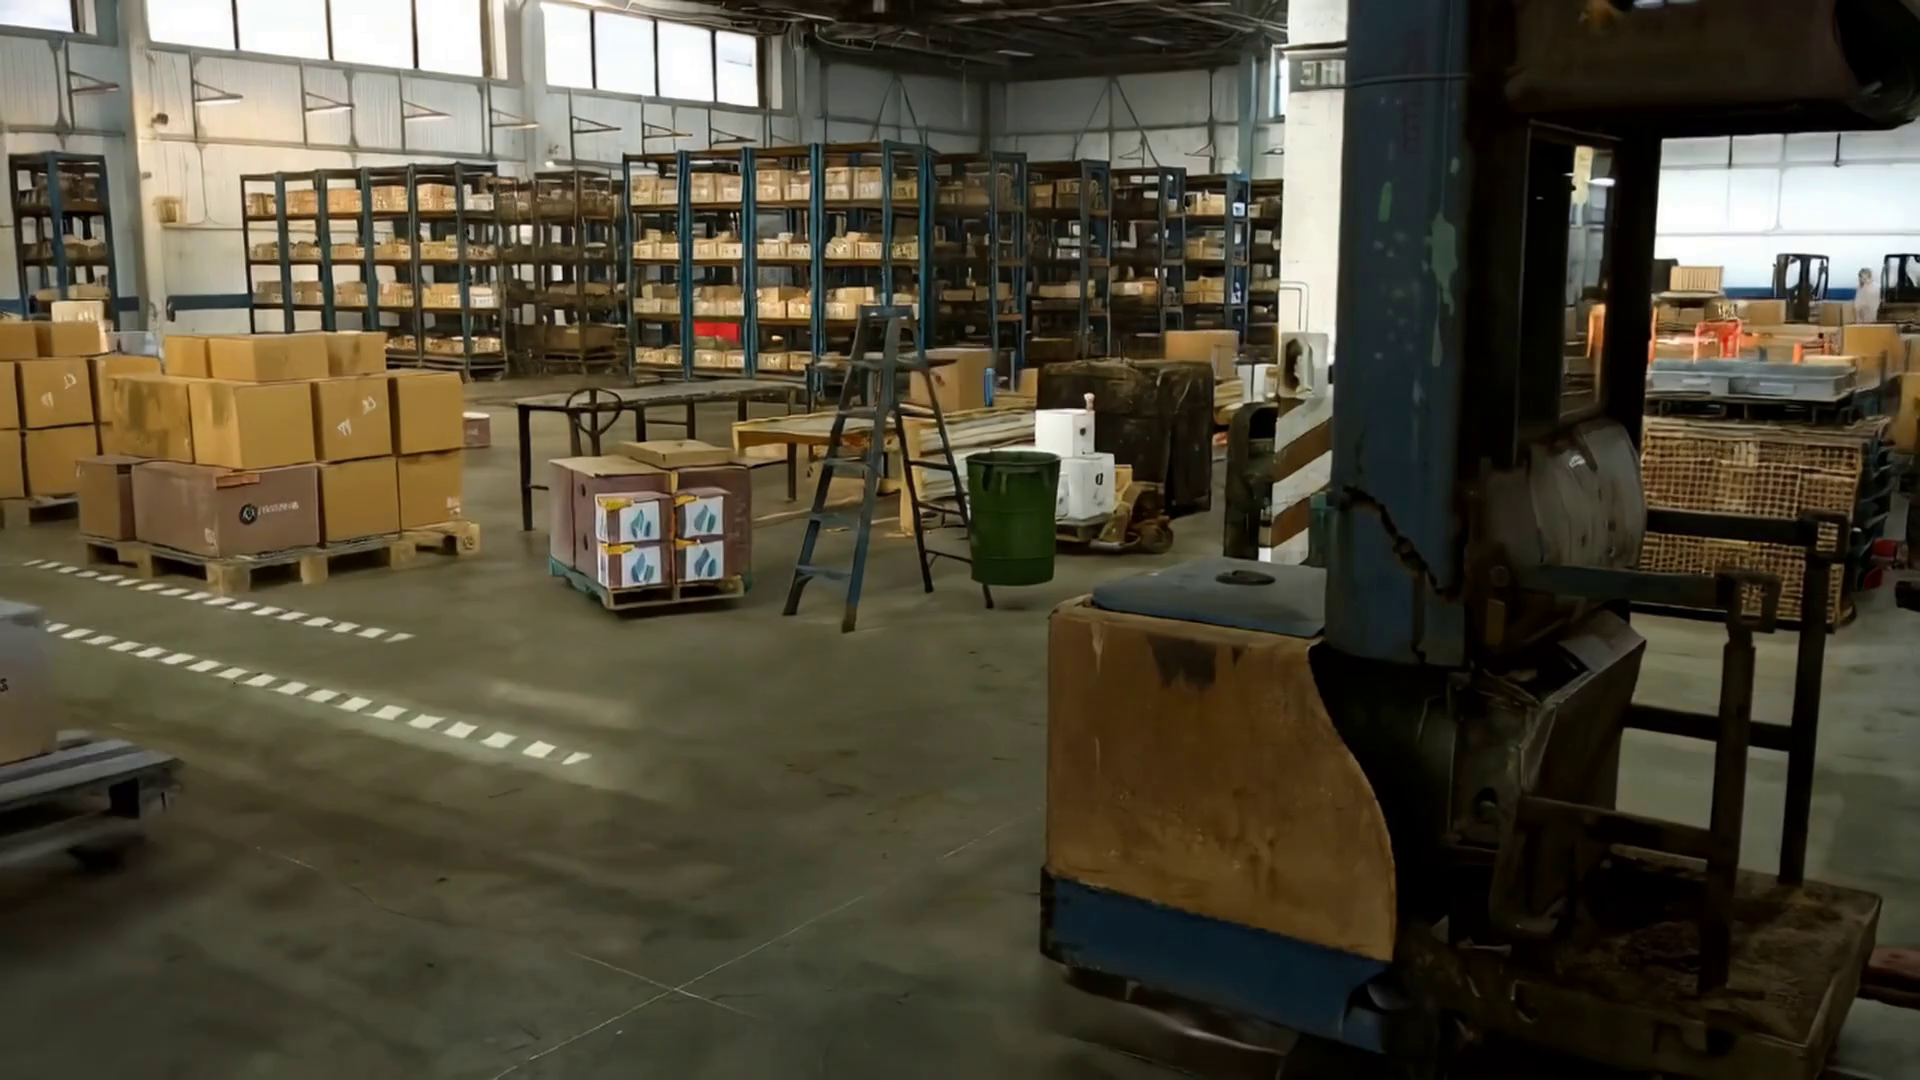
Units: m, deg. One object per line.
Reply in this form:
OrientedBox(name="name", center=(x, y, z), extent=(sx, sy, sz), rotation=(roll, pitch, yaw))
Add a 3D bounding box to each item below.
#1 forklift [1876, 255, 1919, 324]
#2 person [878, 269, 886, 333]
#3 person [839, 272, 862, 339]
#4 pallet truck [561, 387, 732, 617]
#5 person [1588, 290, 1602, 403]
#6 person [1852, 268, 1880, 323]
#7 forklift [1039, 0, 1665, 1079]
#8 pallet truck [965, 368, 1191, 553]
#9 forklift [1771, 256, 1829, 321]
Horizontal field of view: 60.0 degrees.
OrientedBox(name="forklift", center=(22.089, -5.634, 38.796), extent=(1.157, 1.987, 2.680), rotation=(6, 11, 33))
OrientedBox(name="person", center=(-1.707, -5.079, 36.903), extent=(0.404, 1.833, 0.590), rotation=(5, 11, 30))
OrientedBox(name="person", center=(-1.722, -3.610, 27.920), extent=(0.936, 1.905, 0.645), rotation=(5, 11, 28))
OrientedBox(name="pallet truck", center=(-1.981, -0.274, 10.088), extent=(0.680, 1.201, 1.601), rotation=(-5, 11, -28))
OrientedBox(name="person", center=(9.100, -2.777, 23.397), extent=(0.524, 1.768, 0.311), rotation=(4, 10, 25))
OrientedBox(name="person", center=(17.419, -4.291, 32.065), extent=(0.803, 1.884, 0.663), rotation=(0, 10, 1))
OrientedBox(name="forklift", center=(1.249, -0.137, 4.360), extent=(1.873, 2.768, 1.129), rotation=(7, 12, 35))
OrientedBox(name="pallet truck", center=(0.845, -0.609, 11.869), extent=(1.630, 1.274, 0.653), rotation=(7, 12, 35))
OrientedBox(name="forklift", center=(20.253, -5.854, 40.139), extent=(1.157, 1.987, 2.680), rotation=(7, 12, 35))
